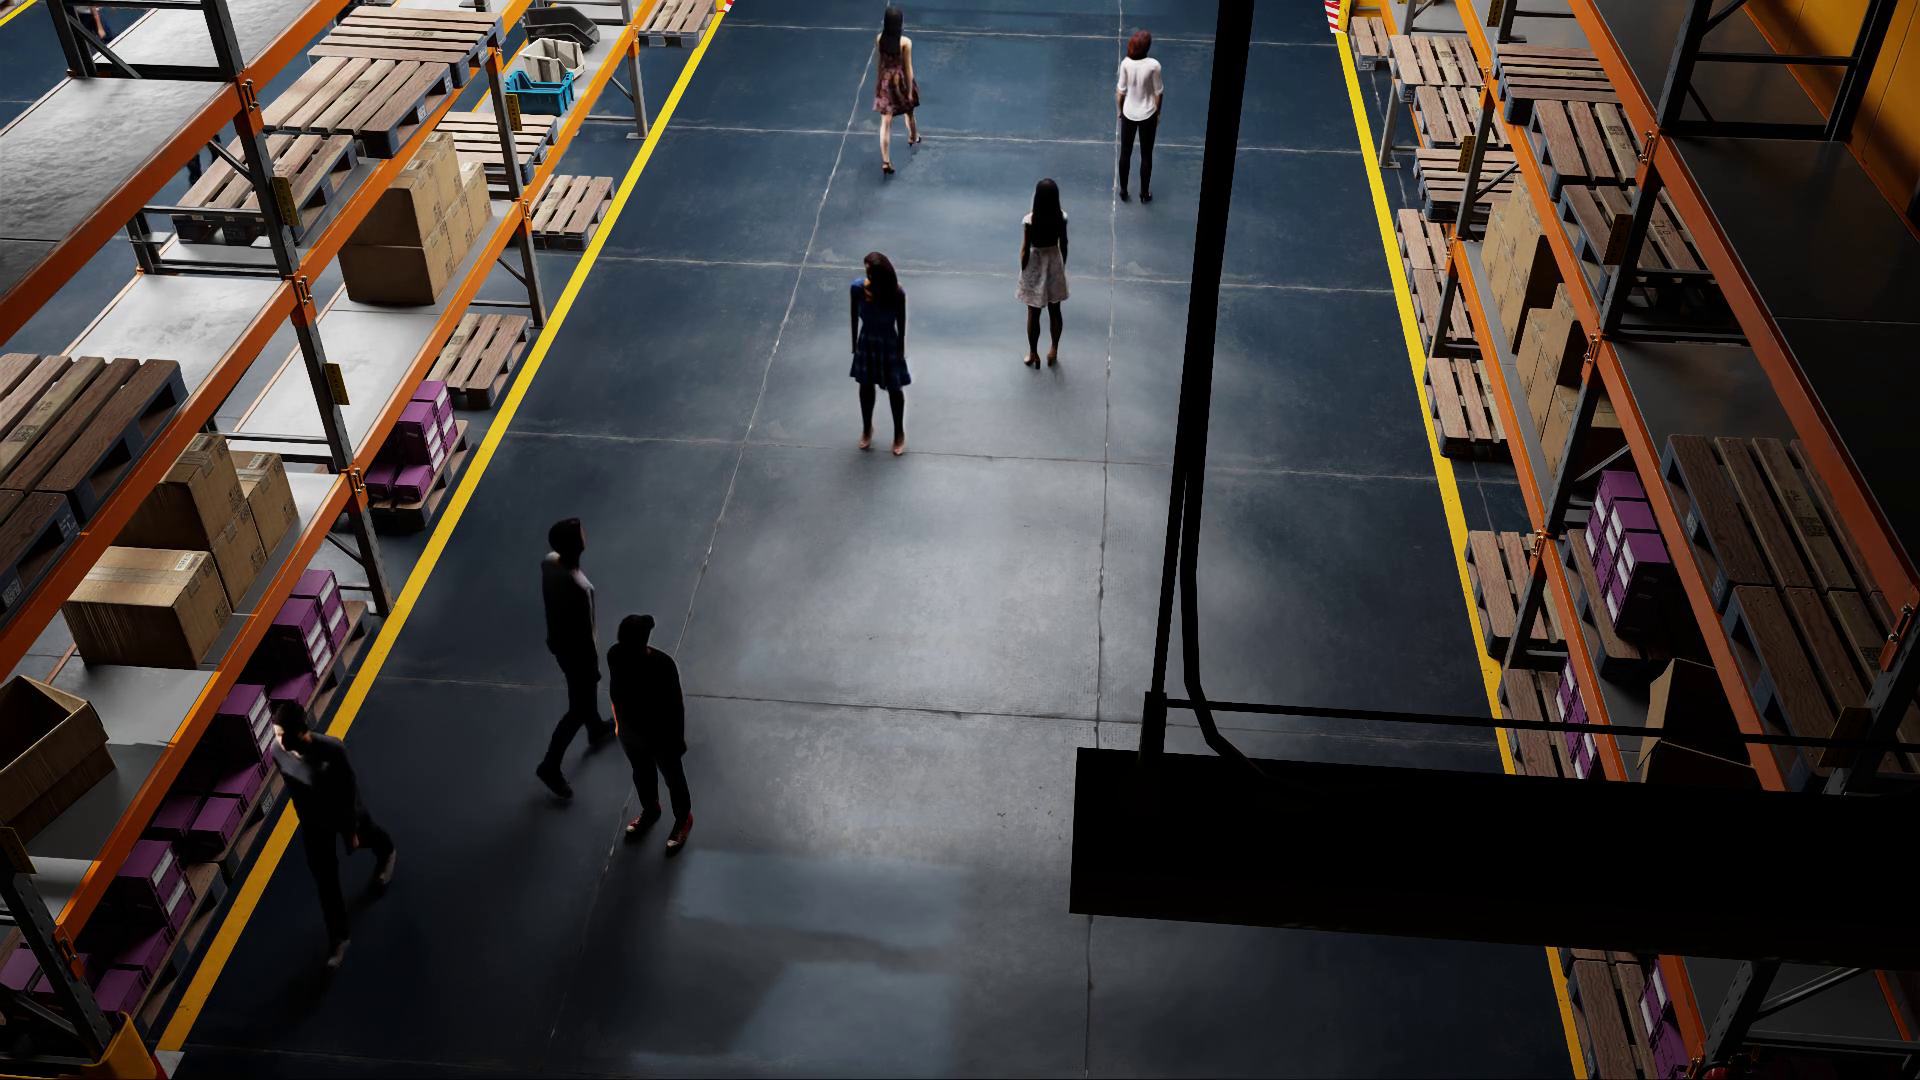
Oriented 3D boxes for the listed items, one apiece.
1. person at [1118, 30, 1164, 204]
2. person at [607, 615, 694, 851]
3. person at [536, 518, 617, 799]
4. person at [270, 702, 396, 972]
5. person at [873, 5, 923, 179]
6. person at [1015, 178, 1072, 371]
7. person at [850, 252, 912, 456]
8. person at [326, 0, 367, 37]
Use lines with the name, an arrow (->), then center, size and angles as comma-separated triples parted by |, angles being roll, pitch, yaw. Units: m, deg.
person -> 1.792, -4.241, 16.697 | 0.657, 1.795, 0.603 | 12, 40, 15
person -> -1.863, 1.130, 10.001 | 0.698, 1.758, 0.658 | 14, 41, 17
person -> -2.485, 0.715, 10.464 | 1.116, 1.829, 1.073 | -19, 42, -22
person -> -3.560, 1.519, 9.550 | 0.693, 1.713, 1.188 | 0, 39, 0
person -> -0.710, -4.596, 17.206 | 0.852, 1.716, 1.213 | 14, 41, 17
person -> 0.721, -2.277, 14.254 | 0.739, 1.775, 0.752 | -10, 40, -12
person -> -0.642, -1.482, 13.234 | 0.716, 1.805, 0.633 | 10, 40, 12
person -> -6.771, -5.715, 18.556 | 0.603, 1.779, 0.657 | 1, 39, 2
